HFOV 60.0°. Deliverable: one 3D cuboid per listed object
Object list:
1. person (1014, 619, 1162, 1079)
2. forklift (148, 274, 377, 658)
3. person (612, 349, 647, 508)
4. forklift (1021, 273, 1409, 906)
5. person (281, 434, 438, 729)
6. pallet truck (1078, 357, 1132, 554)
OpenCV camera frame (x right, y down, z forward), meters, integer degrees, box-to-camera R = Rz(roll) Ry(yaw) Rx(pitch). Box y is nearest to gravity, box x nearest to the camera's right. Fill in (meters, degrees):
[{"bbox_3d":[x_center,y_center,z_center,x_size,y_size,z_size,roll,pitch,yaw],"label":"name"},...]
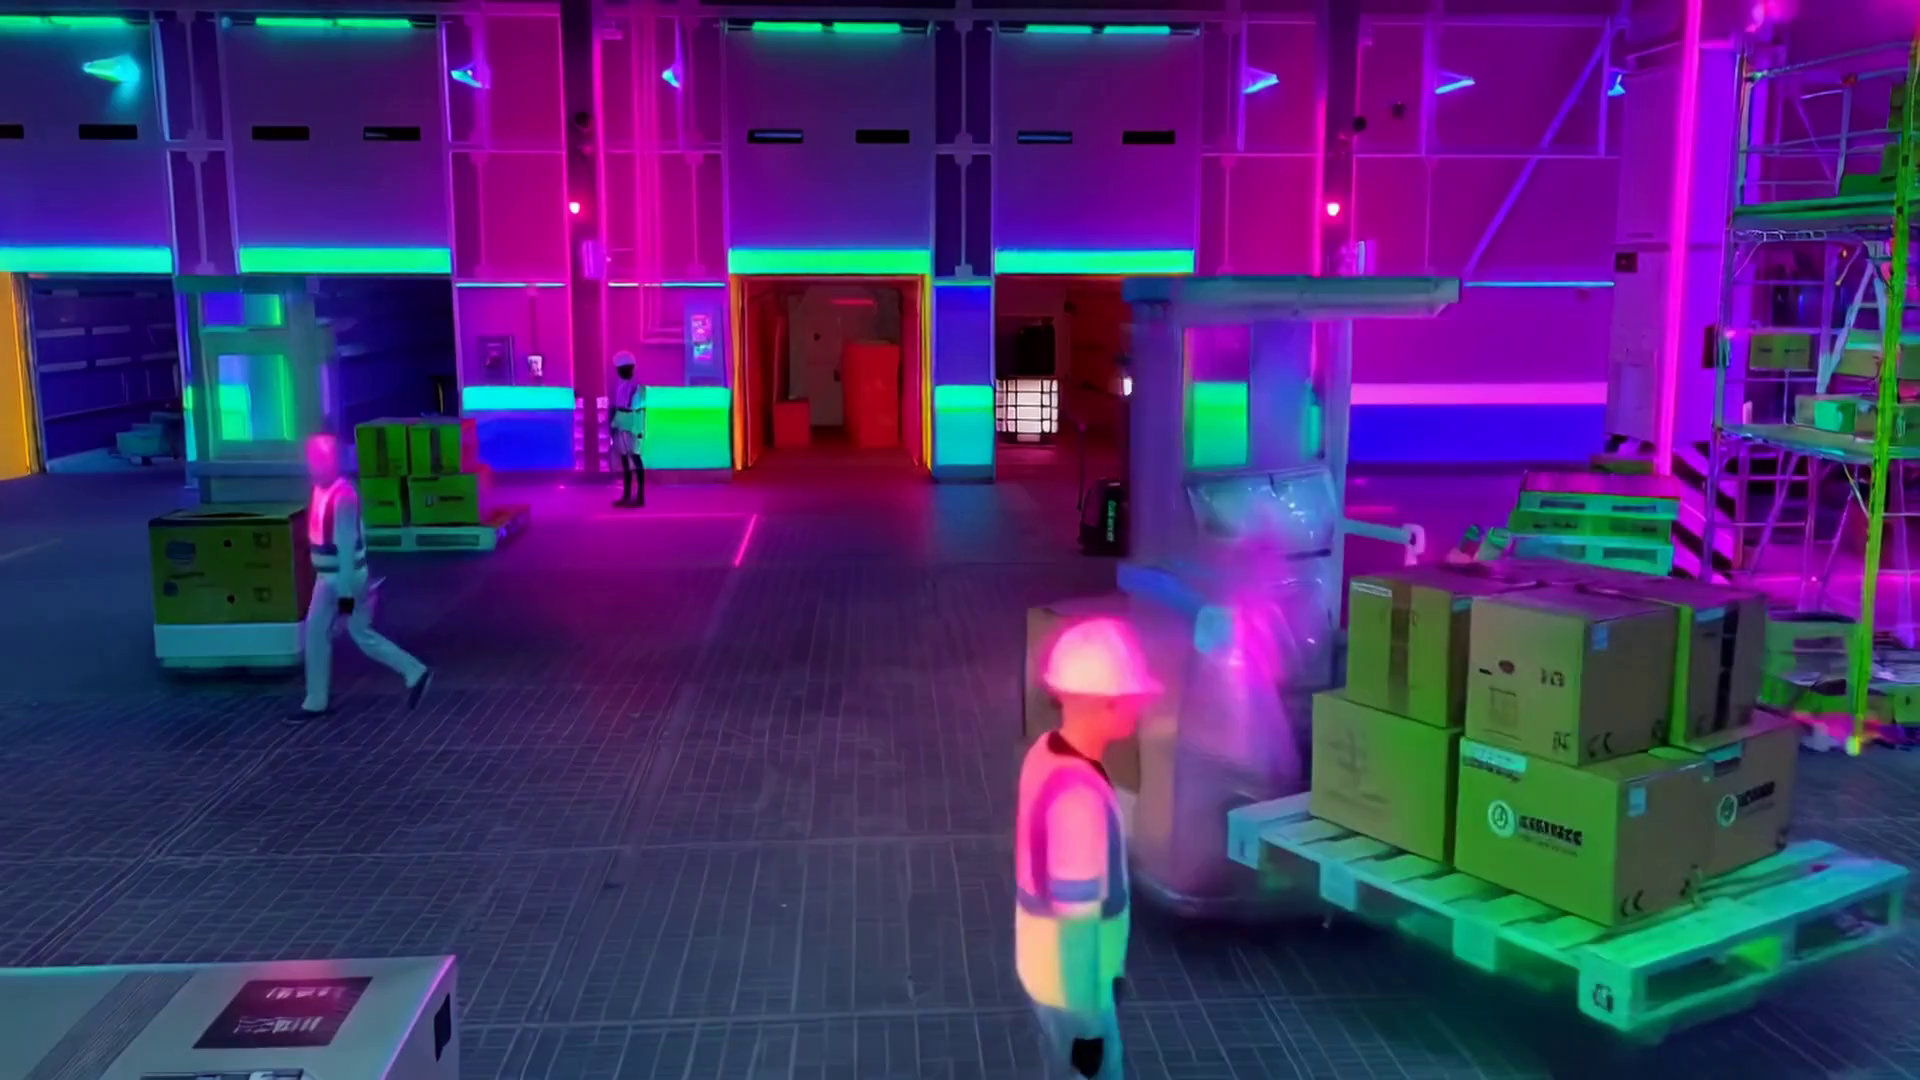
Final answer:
[{"bbox_3d":[0.272,1.154,4.497,0.549,1.926,0.570,0,9,-3],"label":"person"},{"bbox_3d":[-5.348,-0.627,12.681,1.129,2.768,1.873,-1,9,-4],"label":"forklift"},{"bbox_3d":[-4.039,-1.352,20.227,0.544,1.929,0.386,9,13,43],"label":"person"},{"bbox_3d":[1.232,0.087,8.200,1.129,2.768,1.873,-6,11,-32],"label":"forklift"},{"bbox_3d":[-3.820,0.240,10.493,0.900,1.850,0.590,-7,12,-38],"label":"person"},{"bbox_3d":[2.088,-0.836,16.757,1.885,1.965,0.823,2,9,13],"label":"pallet truck"}]
